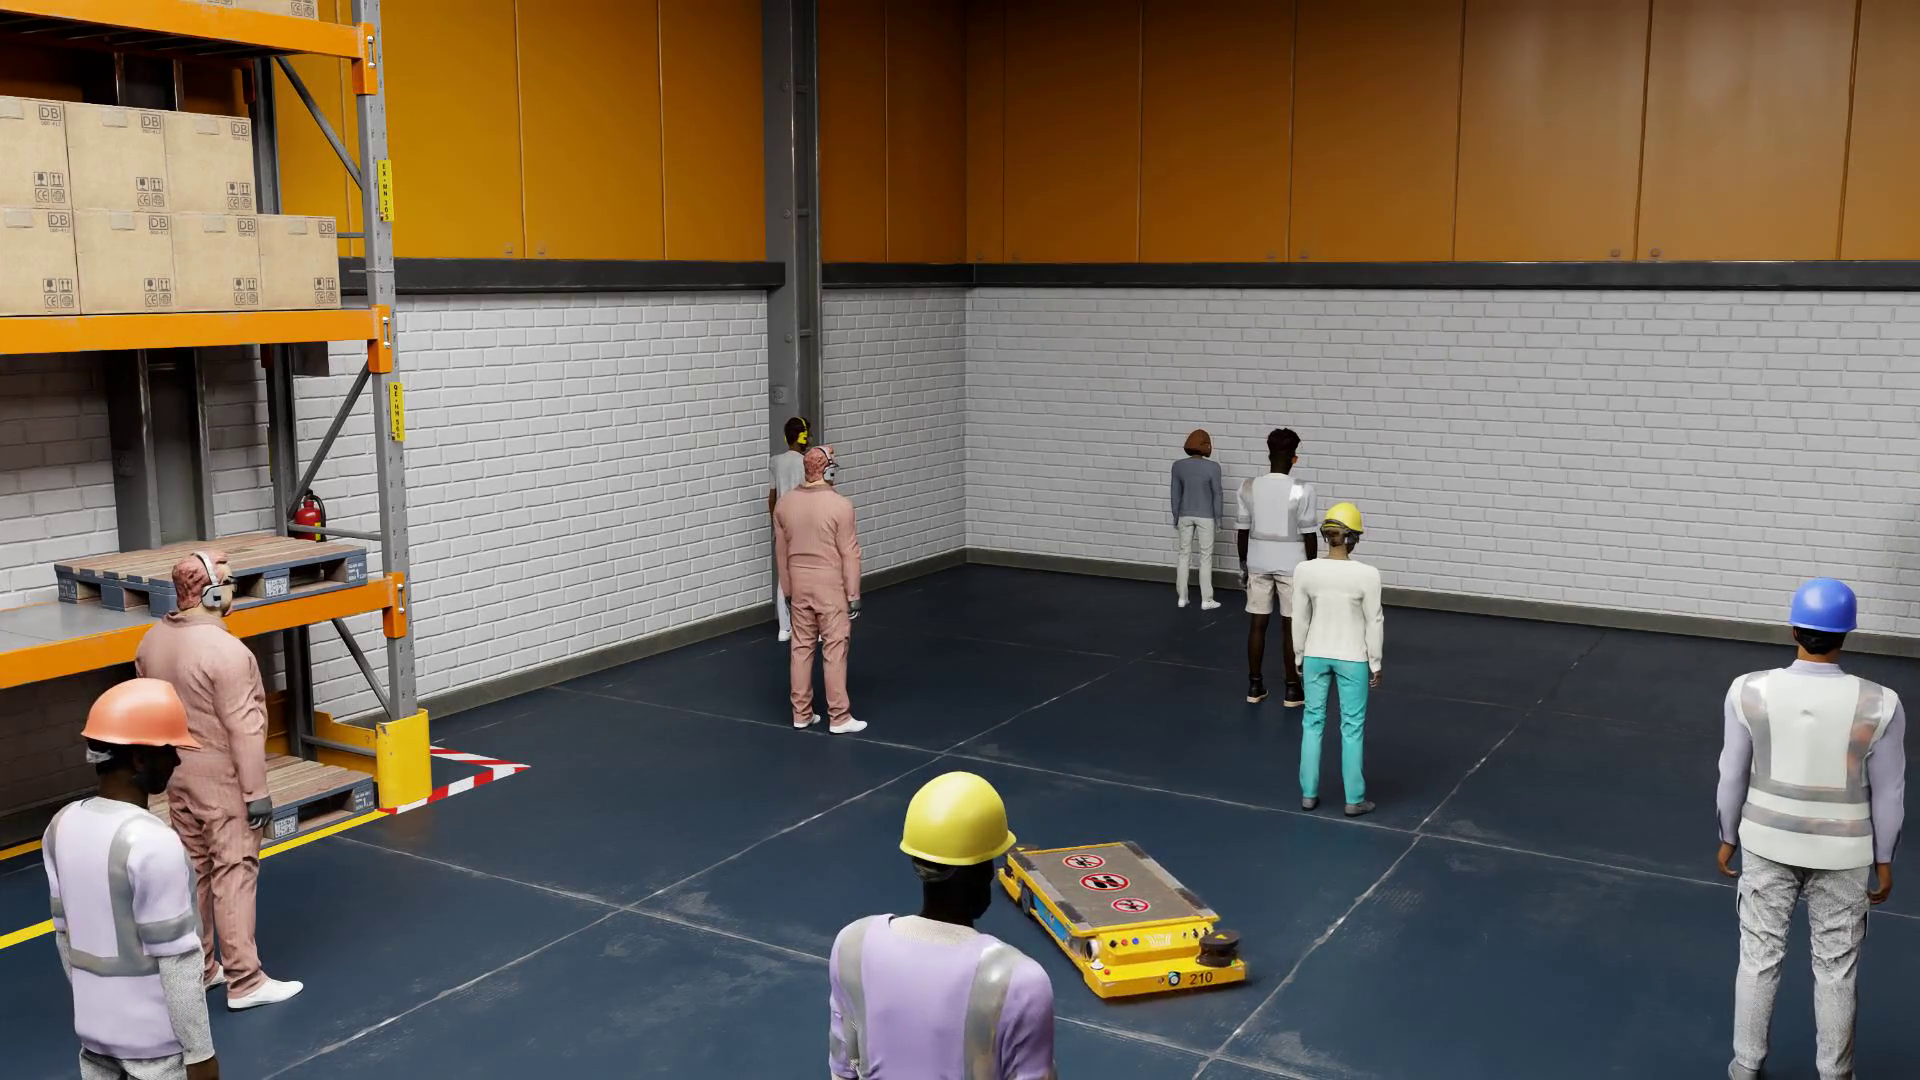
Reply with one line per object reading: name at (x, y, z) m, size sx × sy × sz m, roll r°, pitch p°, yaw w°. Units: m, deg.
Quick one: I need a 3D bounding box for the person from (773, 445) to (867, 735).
person at (-0.905, 0.330, 10.977) m, size 0.639 × 1.911 × 0.406 m, roll 5°, pitch 11°, yaw 31°

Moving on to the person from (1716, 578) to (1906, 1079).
person at (3.064, 1.101, 6.030) m, size 0.604 × 1.949 × 0.389 m, roll 5°, pitch 11°, yaw 31°

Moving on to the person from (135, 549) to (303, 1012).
person at (-3.064, 0.986, 6.881) m, size 0.639 × 1.911 × 0.406 m, roll 5°, pitch 11°, yaw 31°

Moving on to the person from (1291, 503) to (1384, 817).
person at (2.117, 0.670, 9.326) m, size 0.524 × 1.760 × 0.328 m, roll 5°, pitch 11°, yaw 31°

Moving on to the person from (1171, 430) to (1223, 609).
person at (2.147, -0.187, 15.057) m, size 0.498 × 1.633 × 0.279 m, roll 5°, pitch 11°, yaw 31°

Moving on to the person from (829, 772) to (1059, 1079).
person at (-0.019, 1.470, 3.798) m, size 0.585 × 1.928 × 0.370 m, roll 5°, pitch 11°, yaw 31°

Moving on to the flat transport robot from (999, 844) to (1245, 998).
flat transport robot at (0.700, 1.684, 7.614) m, size 0.652 × 0.197 × 1.431 m, roll -3°, pitch 9°, yaw -16°

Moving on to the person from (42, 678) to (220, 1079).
person at (-2.251, 1.337, 4.632) m, size 0.542 × 1.927 × 0.374 m, roll 5°, pitch 11°, yaw 31°

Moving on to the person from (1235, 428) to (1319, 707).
person at (2.235, 0.190, 11.689) m, size 0.603 × 1.958 × 0.381 m, roll 5°, pitch 11°, yaw 31°

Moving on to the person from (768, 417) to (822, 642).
person at (-1.336, -0.080, 13.672) m, size 0.521 × 1.865 × 0.328 m, roll 5°, pitch 11°, yaw 31°
